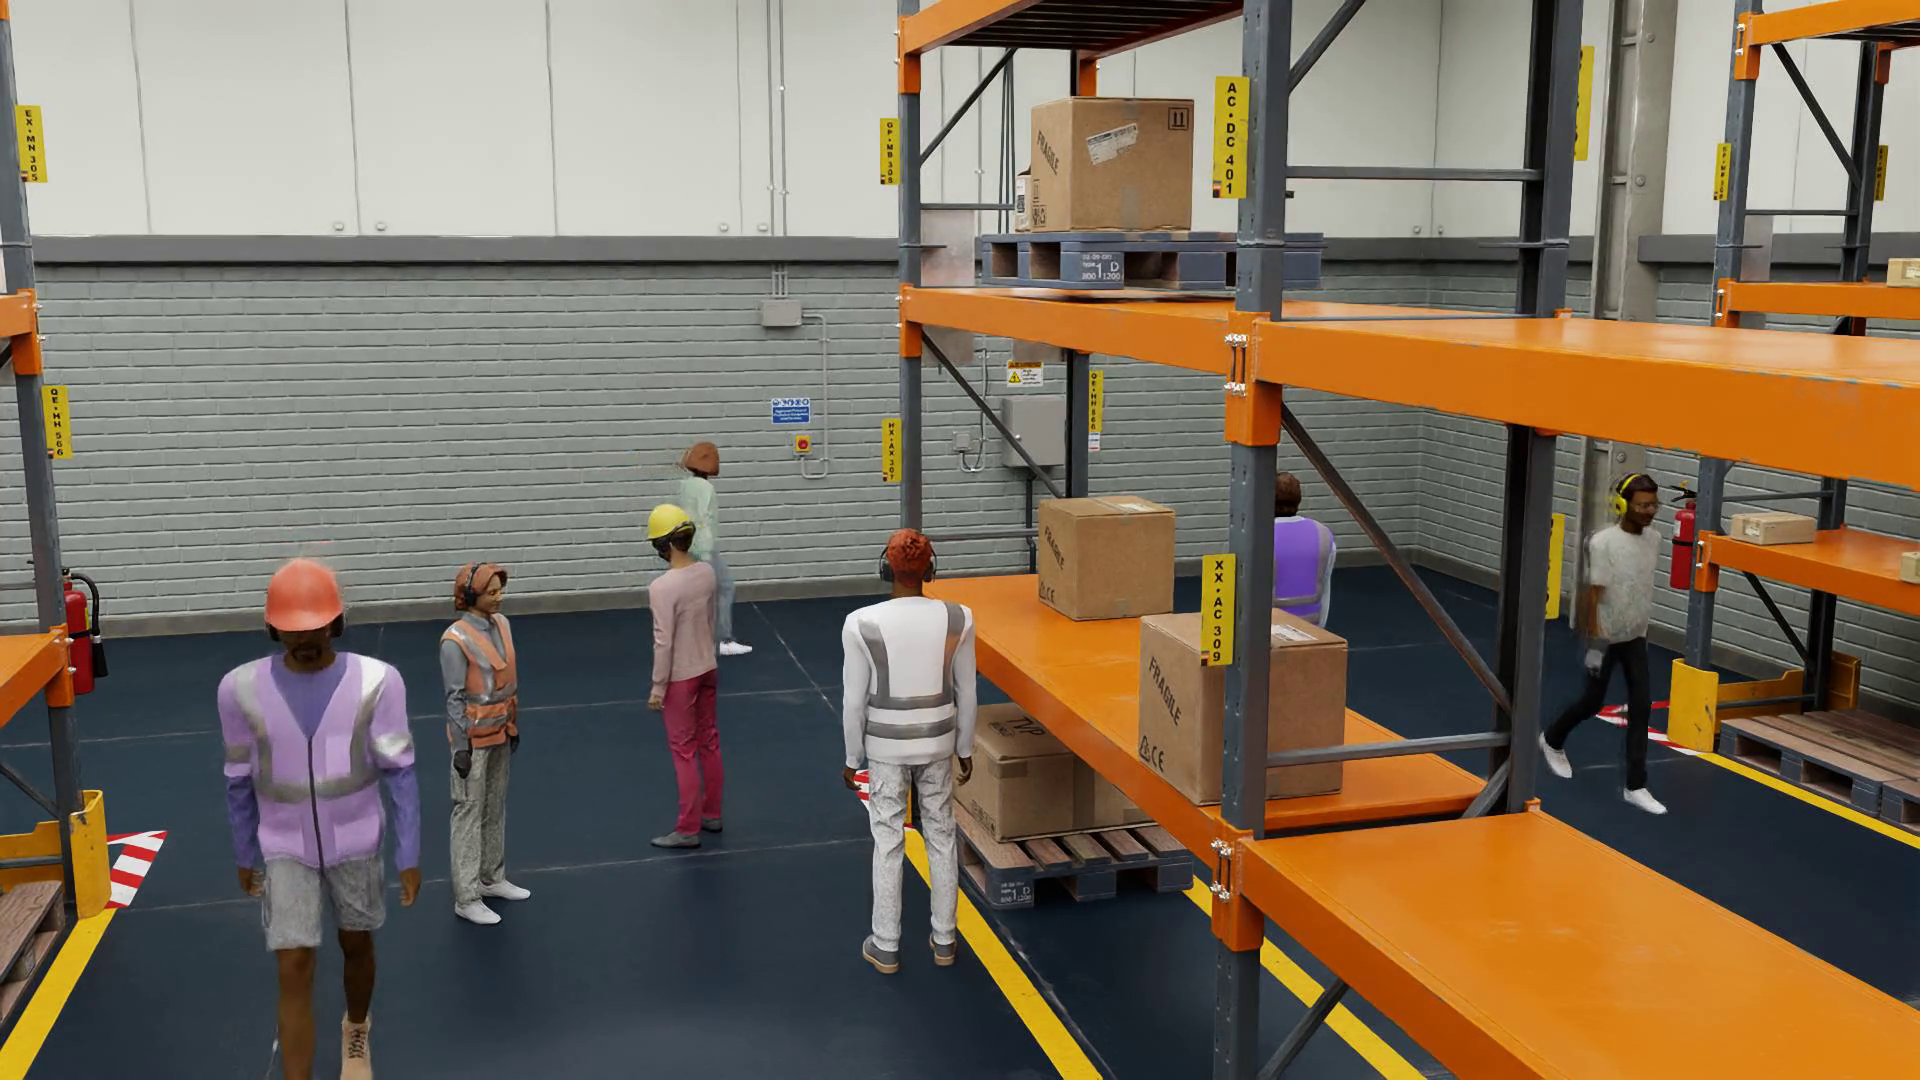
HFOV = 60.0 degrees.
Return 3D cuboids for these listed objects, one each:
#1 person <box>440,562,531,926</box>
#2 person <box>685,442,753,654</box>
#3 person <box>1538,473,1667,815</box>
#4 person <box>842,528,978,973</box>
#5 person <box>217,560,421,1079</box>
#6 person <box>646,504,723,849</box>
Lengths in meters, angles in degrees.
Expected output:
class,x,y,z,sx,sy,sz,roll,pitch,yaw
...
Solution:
class,x,y,z,sx,sy,sz,roll,pitch,yaw
person,-2.167,0.906,7.558,0.309,1.636,0.523,2,10,12
person,-1.816,0.070,12.359,0.645,1.607,0.531,-5,11,-25
person,3.587,0.523,9.198,0.522,1.840,0.857,-4,11,-20
person,-0.211,0.884,6.987,0.578,1.883,0.353,-3,10,-15
person,-2.152,1.064,5.623,0.628,1.991,1.036,-3,10,-17
person,-1.420,0.691,8.447,0.336,1.759,0.523,4,11,23
